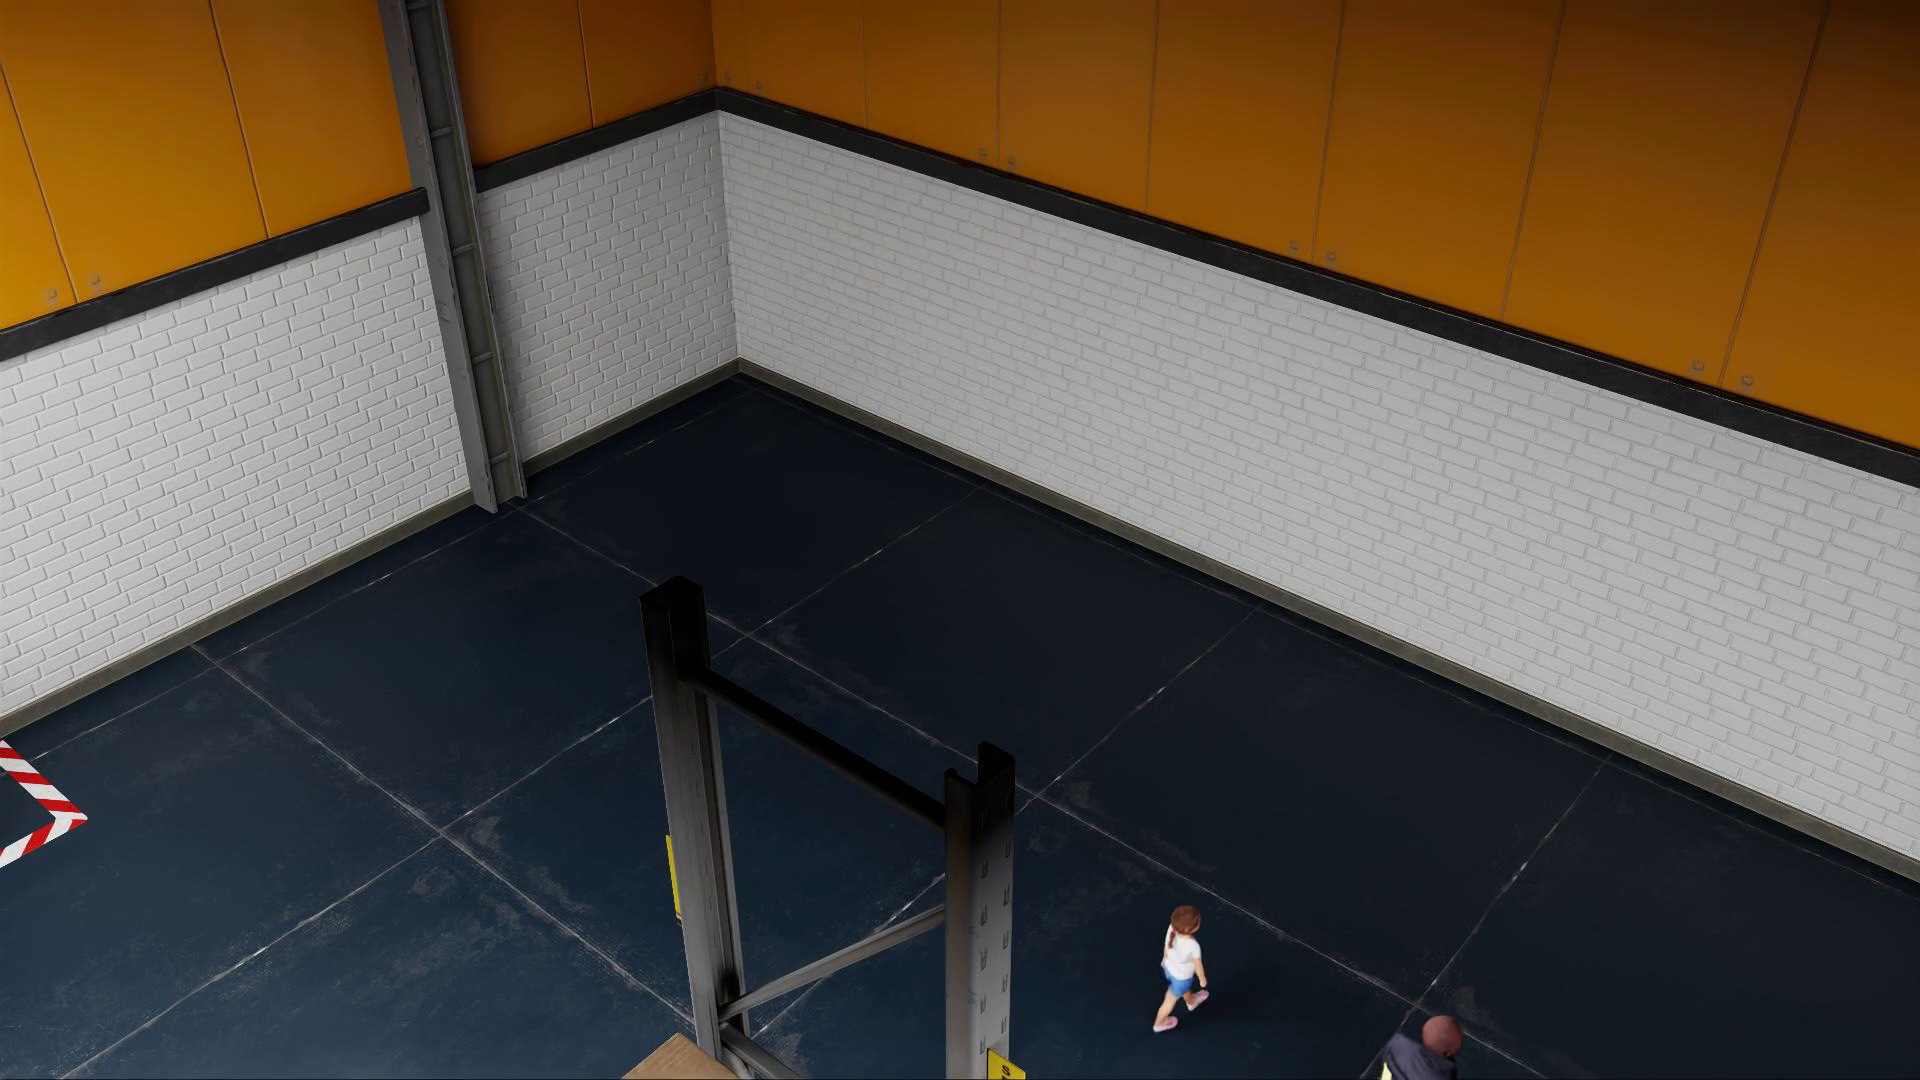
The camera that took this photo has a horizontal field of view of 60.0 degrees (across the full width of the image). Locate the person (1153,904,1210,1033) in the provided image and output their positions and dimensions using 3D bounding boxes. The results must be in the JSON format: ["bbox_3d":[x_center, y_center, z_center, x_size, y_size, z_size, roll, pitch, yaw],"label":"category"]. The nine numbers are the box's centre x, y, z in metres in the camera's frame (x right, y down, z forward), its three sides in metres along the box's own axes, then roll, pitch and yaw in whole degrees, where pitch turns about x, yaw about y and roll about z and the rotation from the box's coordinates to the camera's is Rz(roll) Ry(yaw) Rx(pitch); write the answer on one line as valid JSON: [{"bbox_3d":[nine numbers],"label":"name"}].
[{"bbox_3d":[1.276,2.592,9.988,0.711,1.002,0.559,-17,37,-24],"label":"person"}]

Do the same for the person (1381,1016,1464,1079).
[{"bbox_3d":[2.302,3.089,8.503,0.901,1.818,0.874,-10,35,-14],"label":"person"}]
